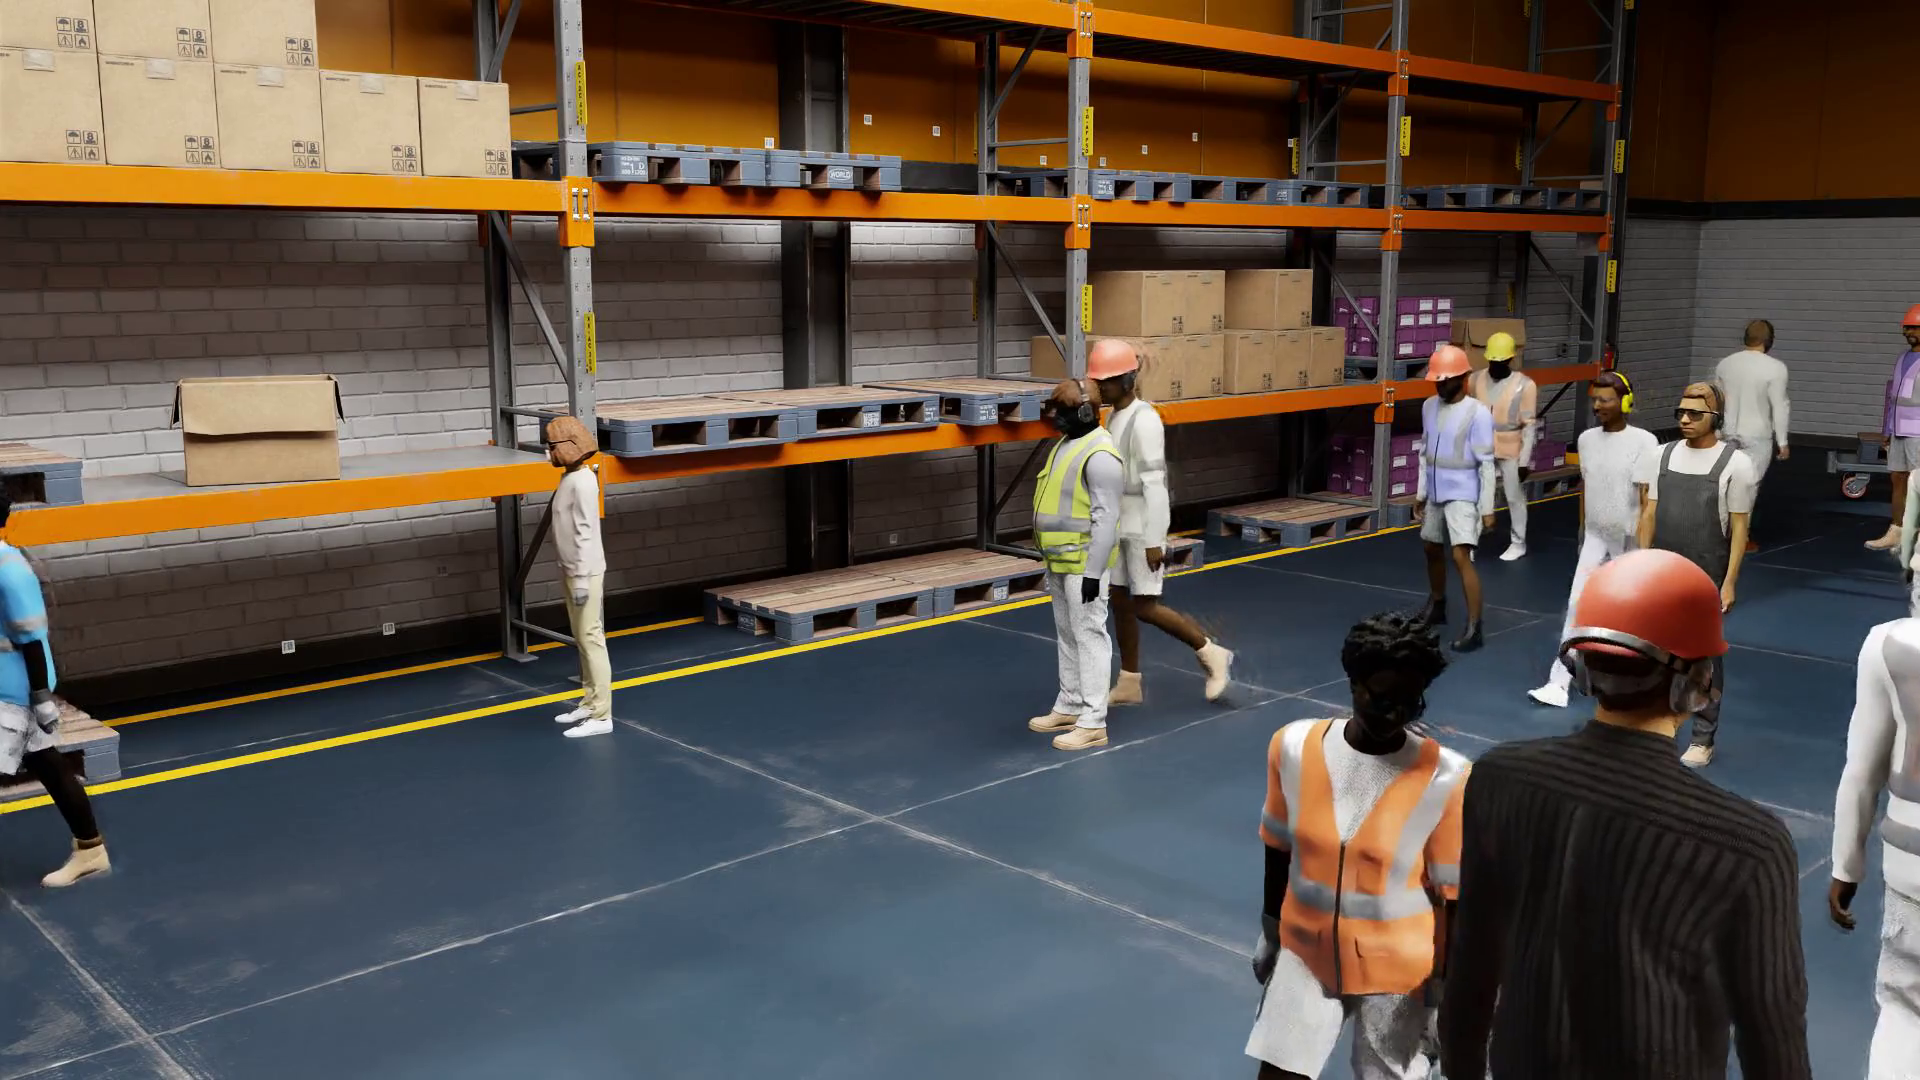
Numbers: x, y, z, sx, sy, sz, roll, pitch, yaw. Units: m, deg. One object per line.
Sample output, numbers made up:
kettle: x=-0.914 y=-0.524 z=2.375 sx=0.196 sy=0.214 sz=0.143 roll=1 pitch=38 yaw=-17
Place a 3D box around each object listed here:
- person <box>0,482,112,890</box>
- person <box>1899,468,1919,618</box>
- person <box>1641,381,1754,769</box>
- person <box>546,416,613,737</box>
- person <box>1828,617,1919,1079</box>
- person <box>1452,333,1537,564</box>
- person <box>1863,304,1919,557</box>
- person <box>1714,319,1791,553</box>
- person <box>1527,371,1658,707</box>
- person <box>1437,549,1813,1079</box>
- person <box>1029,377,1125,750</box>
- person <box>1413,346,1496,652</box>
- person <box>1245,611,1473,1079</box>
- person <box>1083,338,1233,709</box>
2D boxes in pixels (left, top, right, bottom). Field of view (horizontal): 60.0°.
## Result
person: x=-3.615 y=0.568 z=6.137 sx=0.870 sy=1.654 sz=0.541 roll=-9 pitch=13 yaw=-41
person: x=5.101 y=0.171 z=8.523 sx=0.432 sy=1.623 sz=0.538 roll=-9 pitch=13 yaw=-42
person: x=3.485 y=0.163 z=7.960 sx=0.345 sy=1.846 sz=0.508 roll=-8 pitch=13 yaw=-40
person: x=-1.948 y=0.183 z=8.482 sx=0.270 sy=1.627 sz=0.502 roll=-4 pitch=11 yaw=-23
person: x=2.405 y=0.835 z=3.974 sx=0.589 sy=1.861 sz=0.686 roll=6 pitch=12 yaw=33
person: x=4.214 y=-0.703 z=13.038 sx=0.627 sy=1.841 sz=1.017 roll=9 pitch=13 yaw=42
person: x=7.721 y=-0.888 z=13.520 sx=0.363 sy=2.047 sz=0.613 roll=-1 pitch=10 yaw=-5
person: x=6.452 y=-0.837 z=13.569 sx=0.430 sy=1.923 sz=0.640 roll=-4 pitch=11 yaw=-23
person: x=3.517 y=0.002 z=8.983 sx=0.981 sy=1.819 sz=0.541 roll=-7 pitch=12 yaw=-36
person: x=1.102 y=0.989 z=2.891 sx=1.035 sy=1.948 sz=0.618 roll=-6 pitch=11 yaw=-30
person: x=0.574 y=0.112 z=8.274 sx=0.429 sy=1.842 sz=0.626 roll=-3 pitch=10 yaw=-17
person: x=3.132 y=-0.281 z=10.498 sx=0.553 sy=1.882 sz=0.767 roll=-5 pitch=11 yaw=-27
person: x=0.878 y=0.970 z=3.717 sx=0.559 sy=1.669 sz=0.461 roll=7 pitch=12 yaw=36
person: x=1.026 y=-0.069 z=8.855 sx=0.794 sy=2.003 sz=0.655 roll=-2 pitch=10 yaw=-11
